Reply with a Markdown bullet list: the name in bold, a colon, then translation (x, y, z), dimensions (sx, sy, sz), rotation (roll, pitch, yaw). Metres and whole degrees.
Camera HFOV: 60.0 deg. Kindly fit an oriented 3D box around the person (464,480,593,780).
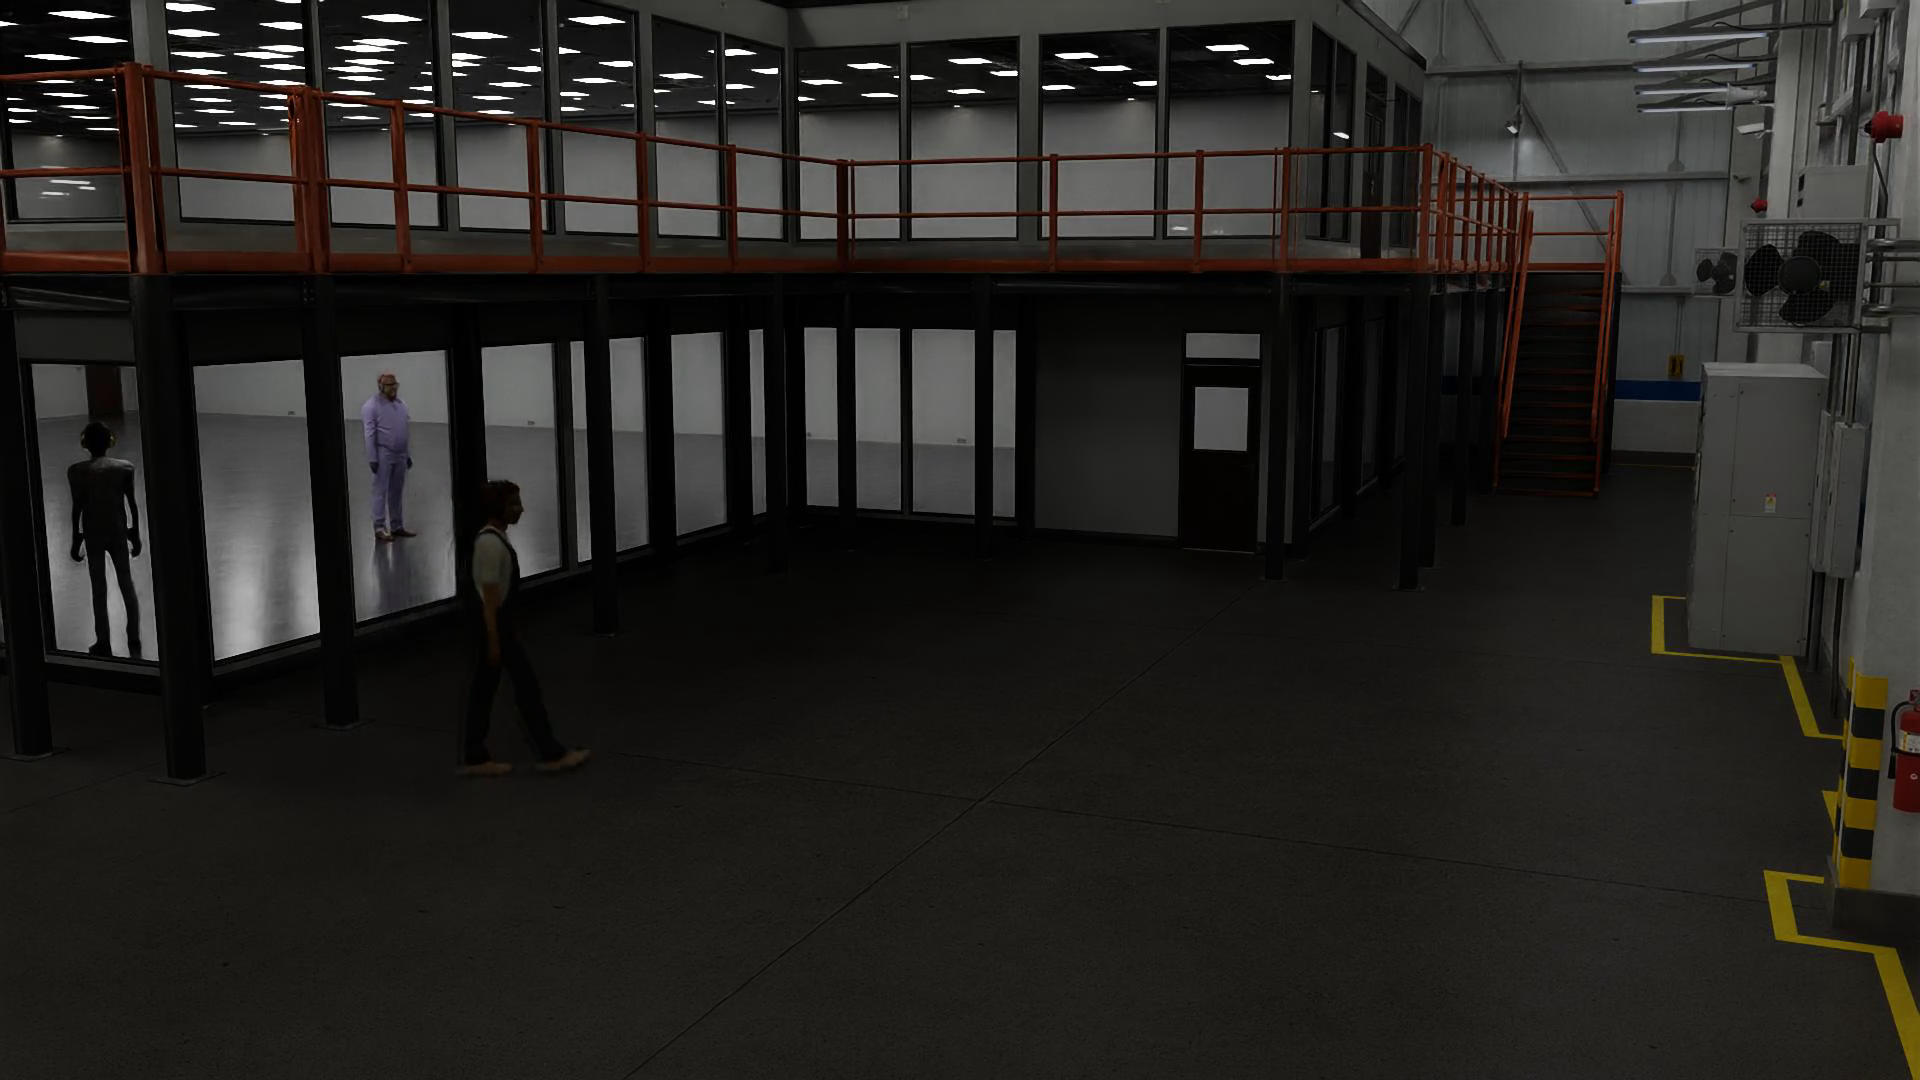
- **person**: translation (-2.622, 0.542, 9.994), dimensions (0.852, 1.814, 0.540), rotation (-3, 10, -19)
